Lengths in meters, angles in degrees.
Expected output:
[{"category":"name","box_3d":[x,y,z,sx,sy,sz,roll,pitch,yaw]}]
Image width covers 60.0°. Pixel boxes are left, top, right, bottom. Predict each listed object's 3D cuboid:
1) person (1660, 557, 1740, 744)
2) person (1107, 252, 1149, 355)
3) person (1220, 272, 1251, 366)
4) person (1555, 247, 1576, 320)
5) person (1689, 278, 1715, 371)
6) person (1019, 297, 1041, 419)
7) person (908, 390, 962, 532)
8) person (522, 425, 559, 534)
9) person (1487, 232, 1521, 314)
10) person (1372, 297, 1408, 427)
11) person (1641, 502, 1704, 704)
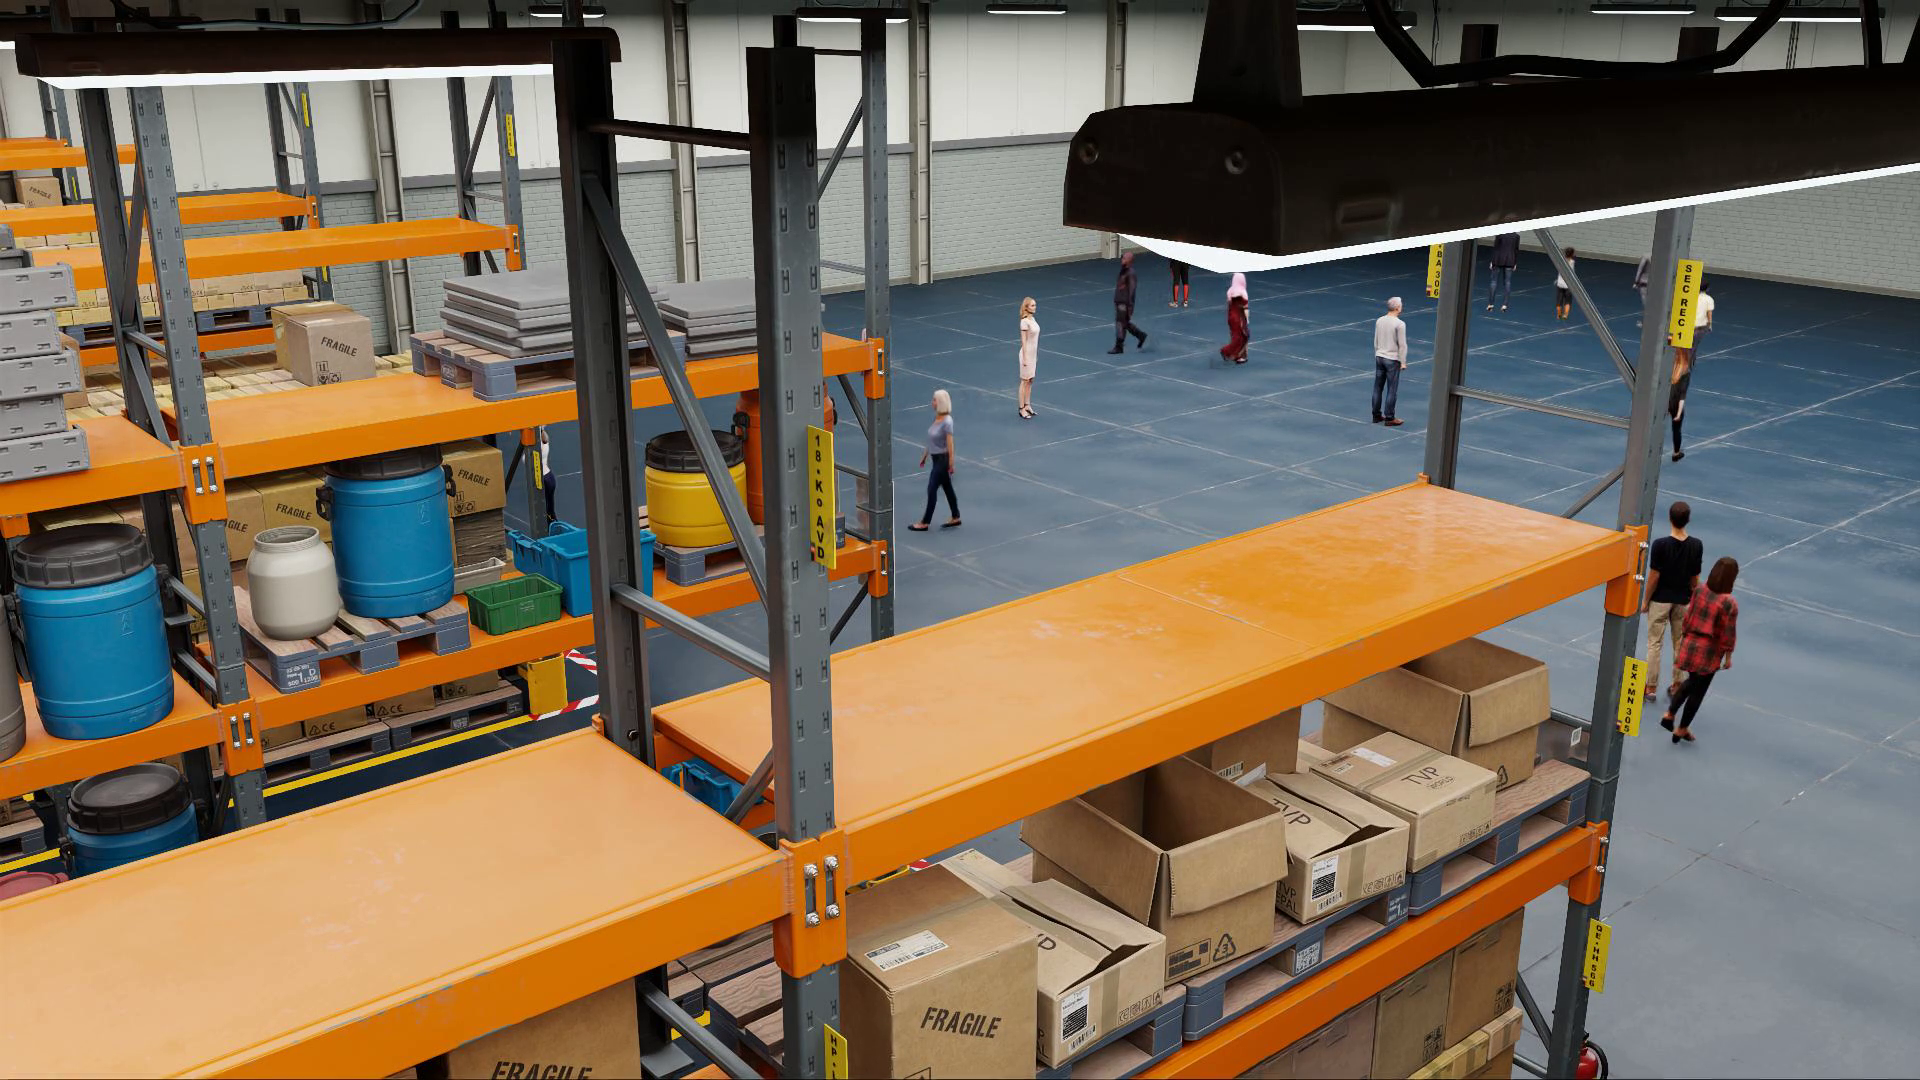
[{"category":"person","box_3d":[6.195,0.963,14.005,0.753,1.680,0.725,-9,20,-26]},{"category":"person","box_3d":[3.044,-4.242,29.782,1.167,1.808,0.985,-5,19,-14]},{"category":"person","box_3d":[4.767,-3.820,28.773,0.927,1.629,0.800,-8,20,-24]},{"category":"person","box_3d":[12.078,-5.155,33.183,0.777,1.438,0.913,7,19,21]},{"category":"person","box_3d":[12.523,-3.645,28.342,0.643,1.563,0.924,17,25,42]},{"category":"person","box_3d":[1.025,-2.776,25.241,0.696,1.831,0.560,9,20,26]},{"category":"person","box_3d":[-0.139,-0.943,19.831,1.020,1.695,0.823,-5,19,-16]},{"category":"person","box_3d":[-4.690,-0.572,18.686,0.747,1.701,0.677,2,18,7]},{"category":"person","box_3d":[9.938,-5.084,30.545,0.822,1.782,0.788,2,18,6]},{"category":"person","box_3d":[6.396,-2.673,24.796,0.643,1.911,0.743,-12,22,-32]},{"category":"person","box_3d":[6.390,0.559,14.961,0.686,1.855,0.776,-1,18,-2]}]
